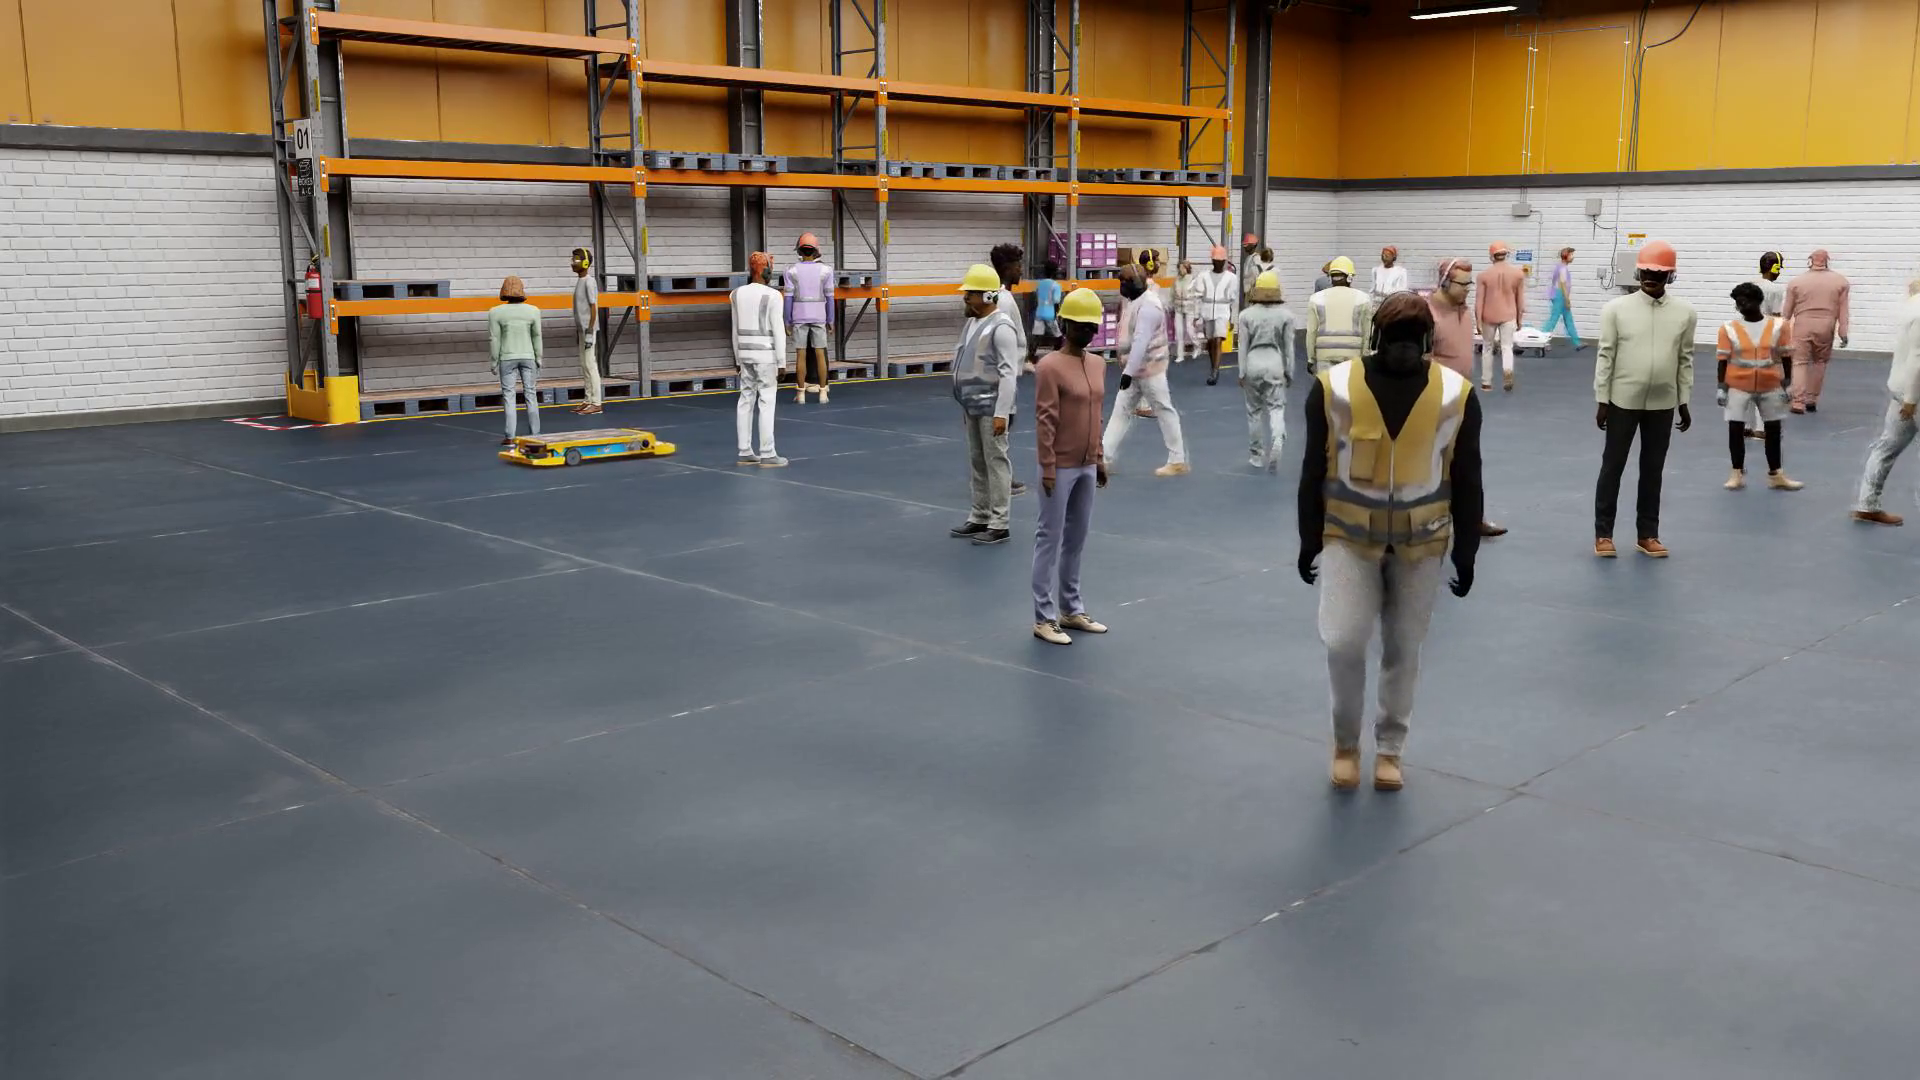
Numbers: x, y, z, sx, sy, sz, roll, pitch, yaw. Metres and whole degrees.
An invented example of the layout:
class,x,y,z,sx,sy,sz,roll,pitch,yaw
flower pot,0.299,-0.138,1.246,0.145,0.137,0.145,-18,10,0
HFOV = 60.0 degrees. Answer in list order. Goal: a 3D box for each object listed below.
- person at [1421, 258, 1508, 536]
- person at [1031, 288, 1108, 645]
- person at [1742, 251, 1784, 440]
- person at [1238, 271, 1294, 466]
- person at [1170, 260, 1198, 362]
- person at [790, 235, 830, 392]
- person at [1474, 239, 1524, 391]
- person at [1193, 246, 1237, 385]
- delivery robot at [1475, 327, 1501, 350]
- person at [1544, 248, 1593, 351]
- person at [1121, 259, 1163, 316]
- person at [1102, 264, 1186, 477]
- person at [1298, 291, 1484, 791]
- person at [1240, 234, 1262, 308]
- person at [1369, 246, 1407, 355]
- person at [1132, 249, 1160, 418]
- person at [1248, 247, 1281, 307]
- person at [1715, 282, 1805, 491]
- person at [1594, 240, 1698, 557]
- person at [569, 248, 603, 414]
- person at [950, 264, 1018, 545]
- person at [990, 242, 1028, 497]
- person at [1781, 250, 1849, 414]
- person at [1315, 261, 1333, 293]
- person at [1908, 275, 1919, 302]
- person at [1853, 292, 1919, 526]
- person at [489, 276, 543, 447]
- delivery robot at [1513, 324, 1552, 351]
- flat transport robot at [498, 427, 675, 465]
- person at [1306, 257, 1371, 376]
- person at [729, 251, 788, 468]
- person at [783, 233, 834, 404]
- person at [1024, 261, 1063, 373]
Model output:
class,x,y,z,sx,sy,sz,roll,pitch,yaw
person,3.273,-0.923,11.042,0.671,1.865,0.843,-8,13,-38
person,0.572,-0.371,8.327,0.329,1.764,0.524,9,14,40
person,7.993,-1.928,16.544,0.329,1.865,0.511,-3,11,-18
person,2.644,-1.458,14.379,0.489,1.718,0.653,1,10,3
person,3.605,-3.652,26.574,0.531,1.627,0.413,7,12,33
person,-1.977,-2.942,21.586,0.535,2.000,0.677,-6,12,-28
person,6.929,-2.864,21.362,0.626,1.969,0.769,2,11,10
person,3.518,-3.086,22.829,0.552,1.891,1.021,3,11,18
delivery robot,8.991,-3.458,28.198,0.477,0.478,0.707,-6,12,-29
person,10.571,-4.170,28.951,0.930,1.795,0.582,4,11,21
person,2.343,-2.795,21.645,0.526,1.723,0.897,4,11,23
person,1.473,-1.406,13.915,0.981,1.779,0.644,-2,11,-11
person,1.544,0.026,5.984,0.650,1.824,0.503,2,11,10
person,5.371,-4.636,30.820,0.392,2.041,0.615,-1,10,-7
person,6.212,-3.369,24.389,0.621,1.861,0.648,9,14,42
person,2.080,-2.289,18.489,0.329,1.874,0.518,-3,11,-16
person,5.047,-3.922,27.514,0.541,1.823,0.416,4,11,20
person,6.349,-1.198,13.132,0.738,1.656,0.319,3,11,17
person,4.300,-0.876,10.454,0.613,1.991,0.392,0,10,2
person,-4.273,-2.361,18.905,0.366,1.873,0.547,-5,12,-27
person,0.158,-0.885,10.936,0.404,1.834,0.591,-5,11,-23
person,0.339,-1.323,12.958,0.362,1.965,0.610,-1,10,-5
person,9.755,-2.379,19.025,0.703,1.850,0.831,4,11,20
person,6.076,-3.769,27.267,0.532,1.612,0.425,8,13,39
person,11.103,-2.421,19.052,0.606,1.923,0.570,-6,12,-28
person,6.698,-0.996,11.379,0.960,1.898,0.655,4,11,23
person,-4.263,-1.713,15.995,0.507,1.633,0.278,-5,12,-28
delivery robot,9.437,-3.351,27.615,0.707,0.478,0.477,7,12,32
flat transport robot,-3.368,-0.854,15.029,1.431,0.197,0.652,-9,14,-41
person,3.515,-1.710,15.461,0.591,1.823,0.404,2,11,13
person,-1.752,-1.566,14.526,0.576,1.882,0.338,7,12,32
person,-1.823,-2.662,20.054,0.615,2.041,0.376,-2,11,-12
person,1.285,-3.281,24.506,0.871,1.655,0.539,-9,14,-41
